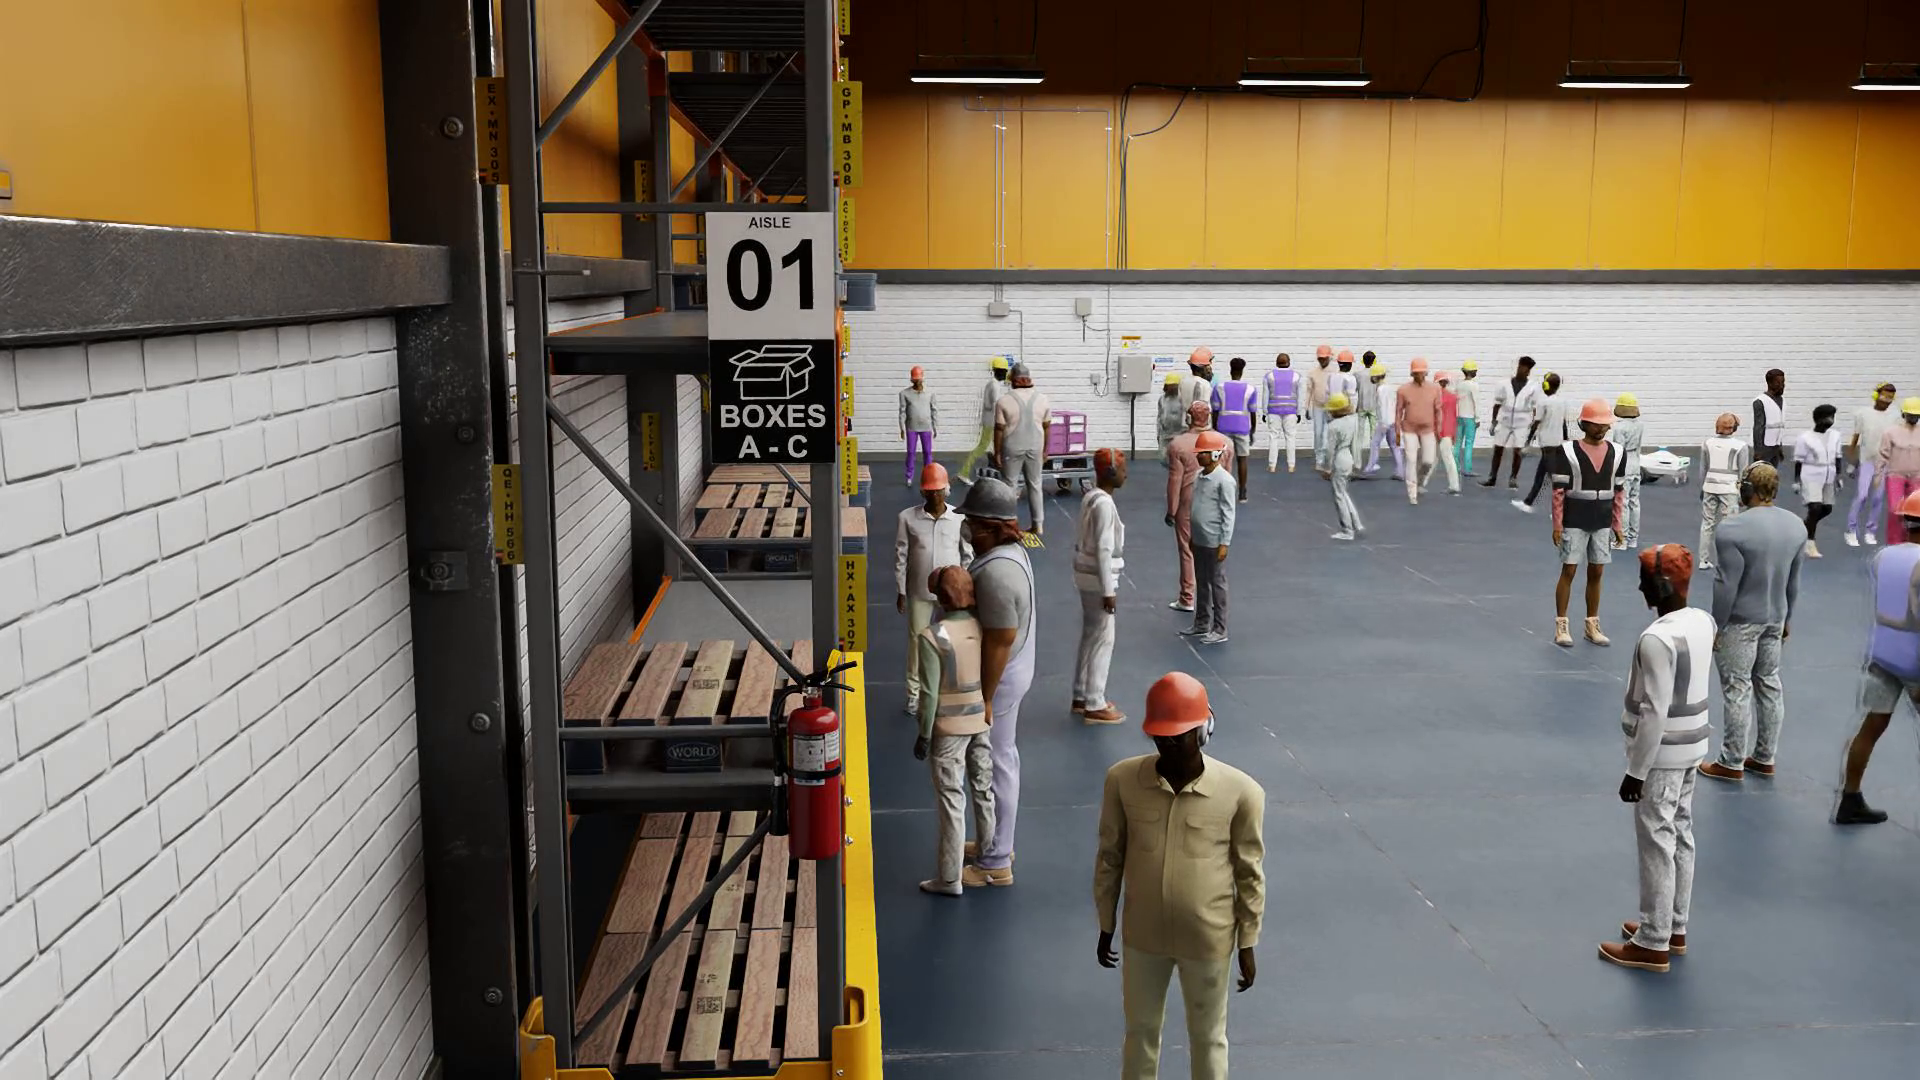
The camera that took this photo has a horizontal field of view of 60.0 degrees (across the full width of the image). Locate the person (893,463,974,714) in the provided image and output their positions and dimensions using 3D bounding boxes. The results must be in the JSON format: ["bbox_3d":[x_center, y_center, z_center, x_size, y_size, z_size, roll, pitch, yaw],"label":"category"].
[{"bbox_3d":[-0.179,0.334,11.513,0.563,1.752,0.325,-1,9,-4],"label":"person"}]

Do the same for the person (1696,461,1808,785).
[{"bbox_3d":[4.725,0.493,9.942,0.636,1.939,0.363,-3,10,-21],"label":"person"}]

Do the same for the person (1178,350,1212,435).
[{"bbox_3d":[3.136,-1.489,22.057,0.393,2.044,0.609,-5,10,-27],"label":"person"}]

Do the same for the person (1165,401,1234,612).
[{"bbox_3d":[2.137,-0.302,15.033,0.643,1.908,0.399,-3,10,-20],"label":"person"}]

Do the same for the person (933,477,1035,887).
[{"bbox_3d":[0.104,0.697,8.337,0.538,2.000,0.684,1,9,6],"label":"person"}]

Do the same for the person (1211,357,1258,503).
[{"bbox_3d":[3.662,-1.465,22.250,0.614,1.945,0.444,1,9,8],"label":"person"}]

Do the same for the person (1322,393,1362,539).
[{"bbox_3d":[4.364,-0.841,19.079,0.349,1.698,0.577,7,12,39],"label":"person"}]

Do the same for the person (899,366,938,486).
[{"bbox_3d":[-0.597,-1.635,23.922,0.565,1.740,0.353,-1,9,-7],"label":"person"}]

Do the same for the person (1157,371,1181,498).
[{"bbox_3d":[2.945,-1.455,22.785,0.509,1.730,0.525,7,12,38],"label":"person"}]

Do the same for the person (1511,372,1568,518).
[{"bbox_3d":[7.348,-1.187,20.877,0.513,1.820,0.980,-6,11,-35],"label":"person"}]

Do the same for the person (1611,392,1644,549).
[{"bbox_3d":[7.366,-0.766,18.458,0.483,1.745,0.305,-7,11,-37],"label":"person"}]

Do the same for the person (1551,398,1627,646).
[{"bbox_3d":[5.142,-0.141,13.600,0.608,2.042,0.377,-1,9,-4],"label":"person"}]

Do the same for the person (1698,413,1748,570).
[{"bbox_3d":[7.787,-0.477,17.002,0.312,1.634,0.514,-6,11,-34],"label":"person"}]

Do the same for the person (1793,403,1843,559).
[{"bbox_3d":[9.279,-0.665,18.067,0.543,1.666,0.675,-2,9,-14],"label":"person"}]

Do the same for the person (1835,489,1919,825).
[{"bbox_3d":[5.273,0.646,9.129,0.886,1.886,0.557,-2,9,-11],"label":"person"}]

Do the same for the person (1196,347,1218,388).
[{"bbox_3d":[3.415,-1.691,23.361,0.402,2.035,0.609,4,10,25],"label":"person"}]

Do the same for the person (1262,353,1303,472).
[{"bbox_3d":[4.963,-1.960,25.656,0.625,1.840,0.430,1,9,7],"label":"person"}]

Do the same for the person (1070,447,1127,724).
[{"bbox_3d":[0.951,0.303,11.353,0.360,1.871,0.582,0,9,-2],"label":"person"}]

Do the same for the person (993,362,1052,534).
[{"bbox_3d":[0.705,-1.075,19.468,0.695,2.000,0.537,-2,9,-15],"label":"person"}]

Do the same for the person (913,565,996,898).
[{"bbox_3d":[-0.006,0.929,8.142,0.513,1.640,0.313,-8,12,-40],"label":"person"}]

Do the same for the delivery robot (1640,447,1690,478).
[{"bbox_3d":[10.138,-1.105,24.014,0.477,0.478,0.707,-8,12,-43],"label":"delivery robot"}]

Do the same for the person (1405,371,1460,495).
[{"bbox_3d":[6.583,-1.482,23.058,0.861,1.693,0.595,6,11,35],"label":"person"}]

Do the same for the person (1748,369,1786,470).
[{"bbox_3d":[9.730,-1.106,20.046,0.596,1.918,0.385,-7,12,-38],"label":"person"}]

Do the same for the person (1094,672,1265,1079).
[{"bbox_3d":[0.713,1.290,5.513,0.572,1.749,0.341,3,10,20],"label":"person"}]

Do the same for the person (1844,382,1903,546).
[{"bbox_3d":[10.256,-0.842,18.678,0.552,1.843,0.525,1,9,8],"label":"person"}]

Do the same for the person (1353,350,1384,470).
[{"bbox_3d":[6.366,-2.024,25.962,0.512,1.872,0.328,3,9,16],"label":"person"}]

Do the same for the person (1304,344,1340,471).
[{"bbox_3d":[5.660,-2.046,25.781,0.681,1.971,0.514,5,10,27],"label":"person"}]

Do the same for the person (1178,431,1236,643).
[{"bbox_3d":[2.052,-0.028,13.792,0.329,1.750,0.572,-4,10,-23],"label":"person"}]

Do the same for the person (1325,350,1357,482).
[{"bbox_3d":[5.641,-1.828,24.518,0.376,1.935,0.550,-6,11,-34],"label":"person"}]

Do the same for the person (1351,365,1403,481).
[{"bbox_3d":[6.211,-1.725,24.567,0.754,1.712,0.551,4,10,24],"label":"person"}]

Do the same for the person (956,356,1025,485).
[{"bbox_3d":[0.416,-1.705,23.946,0.978,1.880,0.594,1,9,4],"label":"person"}]

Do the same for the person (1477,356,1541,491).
[{"bbox_3d":[7.755,-1.637,23.379,0.752,1.920,0.398,6,11,31],"label":"person"}]

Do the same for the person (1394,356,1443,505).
[{"bbox_3d":[6.069,-1.454,22.044,0.635,1.973,0.534,1,9,8],"label":"person"}]

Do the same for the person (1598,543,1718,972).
[{"bbox_3d":[3.069,0.942,7.287,0.356,1.887,0.573,8,12,42],"label":"person"}]

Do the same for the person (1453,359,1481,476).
[{"bbox_3d":[7.674,-1.843,25.138,0.309,1.772,0.525,-4,10,-24],"label":"person"}]

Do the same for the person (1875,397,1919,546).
[{"bbox_3d":[10.074,-0.649,17.685,0.560,1.749,0.499,2,9,12],"label":"person"}]
